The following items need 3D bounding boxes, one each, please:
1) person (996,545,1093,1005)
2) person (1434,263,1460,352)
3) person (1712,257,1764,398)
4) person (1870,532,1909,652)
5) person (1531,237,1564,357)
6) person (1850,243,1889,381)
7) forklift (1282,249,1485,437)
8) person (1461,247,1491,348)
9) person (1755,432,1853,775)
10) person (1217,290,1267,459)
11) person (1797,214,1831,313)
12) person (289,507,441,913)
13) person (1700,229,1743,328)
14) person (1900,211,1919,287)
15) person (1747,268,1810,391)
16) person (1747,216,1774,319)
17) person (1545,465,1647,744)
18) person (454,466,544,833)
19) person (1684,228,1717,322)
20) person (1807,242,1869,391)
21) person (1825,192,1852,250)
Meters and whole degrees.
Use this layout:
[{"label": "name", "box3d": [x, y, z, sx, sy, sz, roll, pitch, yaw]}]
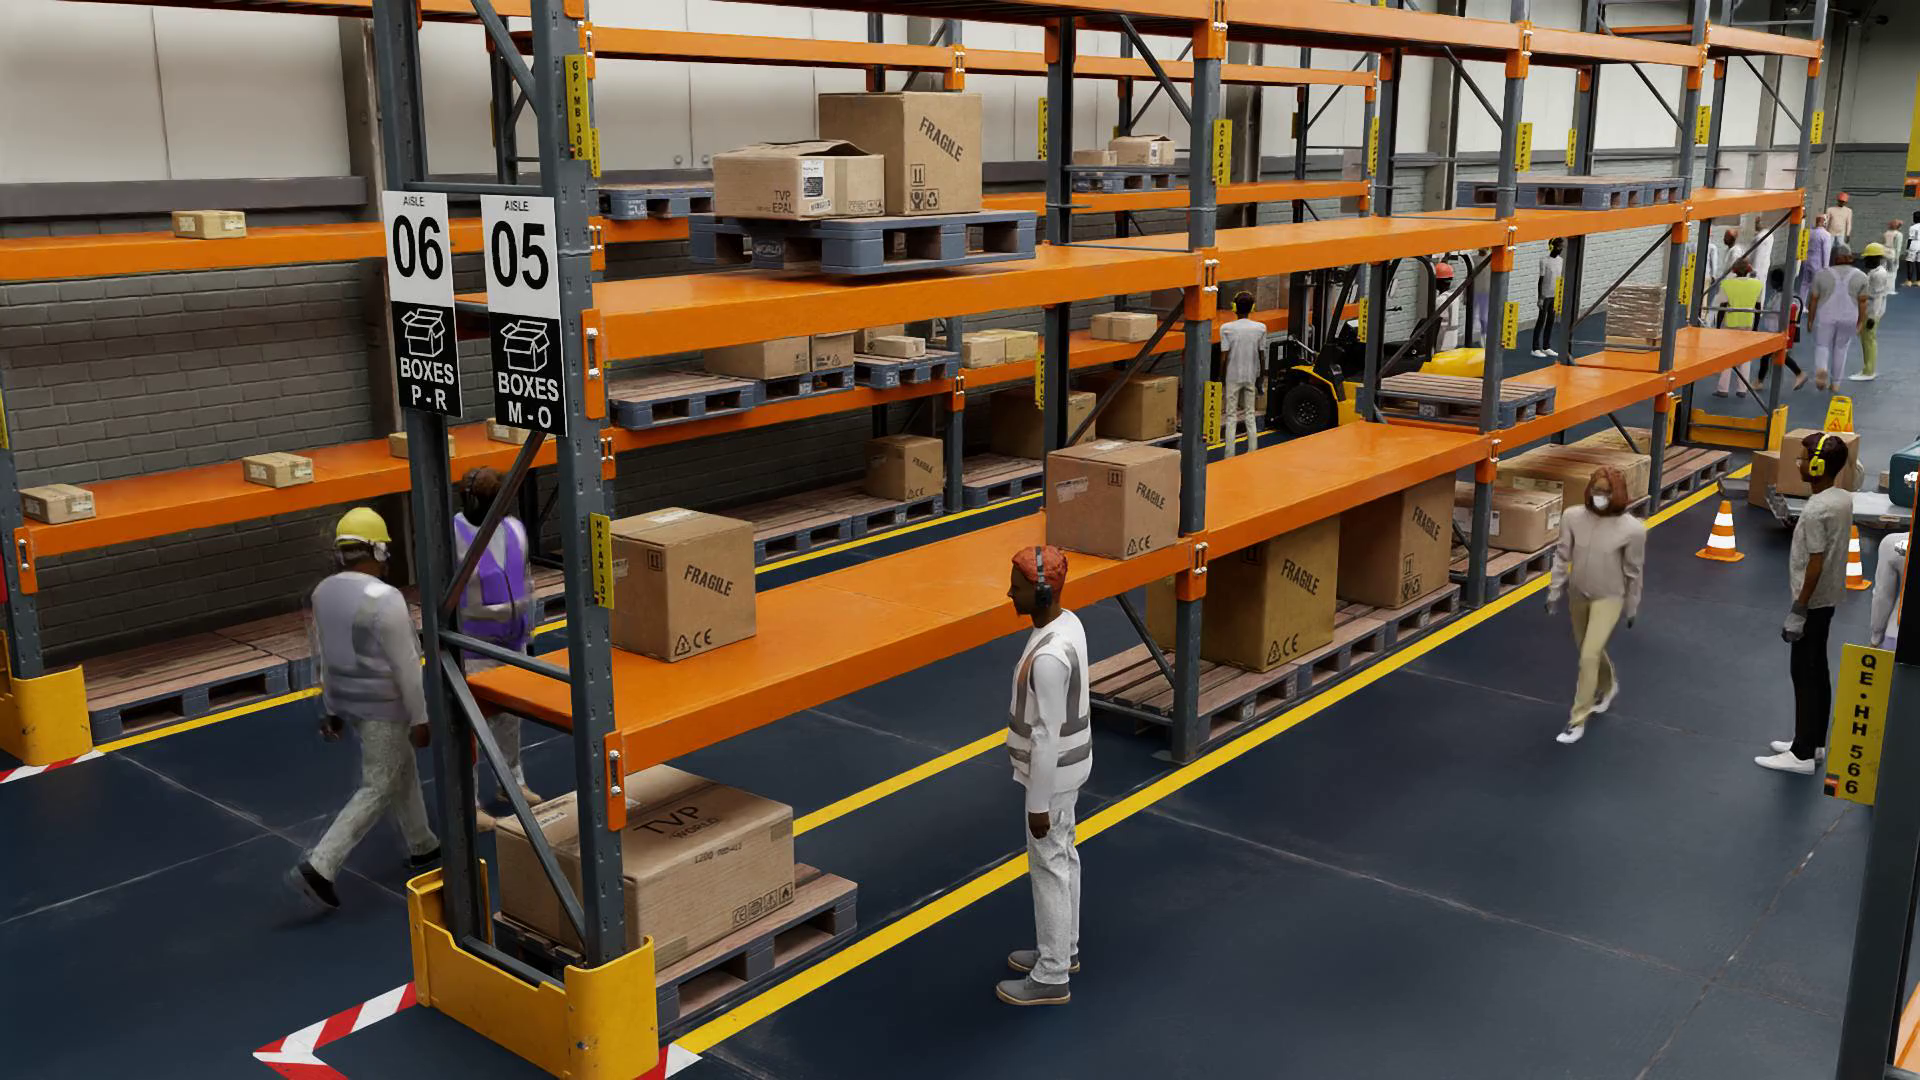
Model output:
[{"label": "person", "box3d": [0.343, 0.930, 6.621, 0.359, 1.880, 0.575, 2, 14, 9]}, {"label": "person", "box3d": [5.659, -2.289, 19.605, 0.371, 1.933, 0.550, 9, 16, 32]}, {"label": "person", "box3d": [10.188, -2.780, 21.794, 0.572, 1.840, 0.373, 0, 14, 0]}, {"label": "person", "box3d": [4.955, 0.515, 8.540, 0.525, 1.769, 0.312, 9, 16, 33]}, {"label": "person", "box3d": [9.144, -3.768, 25.791, 0.511, 1.861, 0.326, -9, 16, -31]}, {"label": "person", "box3d": [12.756, -3.197, 23.328, 0.387, 1.923, 0.593, 5, 15, 20]}, {"label": "forklift", "box3d": [4.886, -2.214, 18.767, 2.313, 2.155, 1.214, 11, 18, 38]}, {"label": "person", "box3d": [8.250, -3.903, 26.367, 0.612, 1.843, 0.553, 8, 16, 31]}, {"label": "person", "box3d": [4.602, 0.348, 9.019, 0.329, 1.863, 0.518, 13, 19, 43]}, {"label": "person", "box3d": [2.853, -1.604, 16.953, 0.533, 1.870, 0.315, -2, 14, -10]}, {"label": "person", "box3d": [16.402, -5.274, 31.848, 0.397, 1.898, 0.642, -3, 14, -13]}, {"label": "person", "box3d": [-2.713, 0.754, 7.539, 0.610, 1.789, 0.854, 11, 18, 38]}, {"label": "person", "box3d": [12.833, -4.293, 27.964, 0.955, 1.836, 0.588, 1, 14, 5]}, {"label": "person", "box3d": [21.532, -6.554, 37.487, 0.534, 1.693, 0.319, -5, 15, -20]}, {"label": "person", "box3d": [11.004, -2.805, 22.246, 0.759, 1.669, 0.550, 5, 15, 21]}, {"label": "person", "box3d": [14.902, -5.094, 31.084, 0.402, 1.911, 0.638, 11, 17, 37]}, {"label": "person", "box3d": [3.723, 0.325, 9.662, 0.836, 1.593, 0.492, -12, 18, -40]}, {"label": "person", "box3d": [-2.367, 0.527, 8.366, 0.431, 1.833, 0.640, 9, 16, 32]}, {"label": "person", "box3d": [13.601, -4.882, 30.550, 0.574, 1.746, 0.347, 12, 18, 41]}, {"label": "person", "box3d": [11.709, -2.982, 22.211, 0.694, 2.000, 0.723, 5, 15, 20]}, {"label": "person", "box3d": [21.378, -7.473, 40.595, 0.624, 1.990, 0.402, 3, 14, 12]}]
